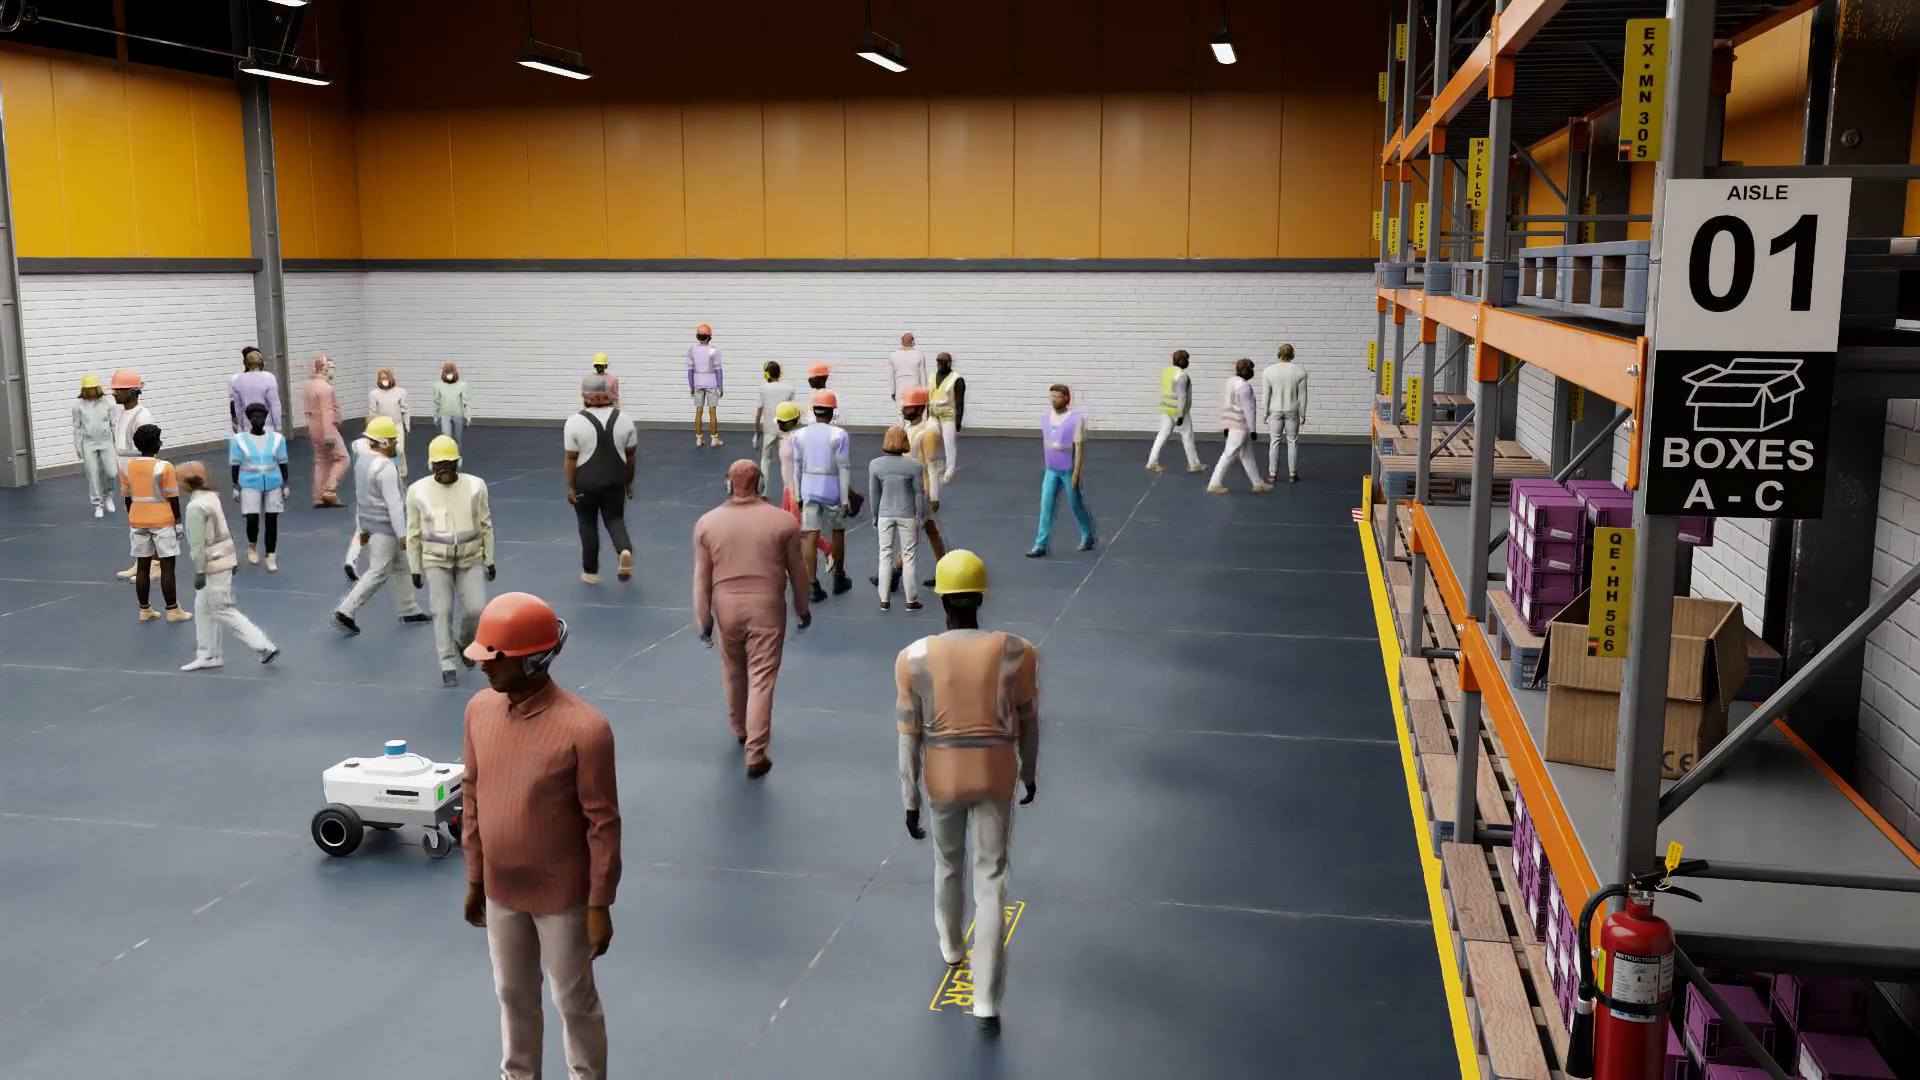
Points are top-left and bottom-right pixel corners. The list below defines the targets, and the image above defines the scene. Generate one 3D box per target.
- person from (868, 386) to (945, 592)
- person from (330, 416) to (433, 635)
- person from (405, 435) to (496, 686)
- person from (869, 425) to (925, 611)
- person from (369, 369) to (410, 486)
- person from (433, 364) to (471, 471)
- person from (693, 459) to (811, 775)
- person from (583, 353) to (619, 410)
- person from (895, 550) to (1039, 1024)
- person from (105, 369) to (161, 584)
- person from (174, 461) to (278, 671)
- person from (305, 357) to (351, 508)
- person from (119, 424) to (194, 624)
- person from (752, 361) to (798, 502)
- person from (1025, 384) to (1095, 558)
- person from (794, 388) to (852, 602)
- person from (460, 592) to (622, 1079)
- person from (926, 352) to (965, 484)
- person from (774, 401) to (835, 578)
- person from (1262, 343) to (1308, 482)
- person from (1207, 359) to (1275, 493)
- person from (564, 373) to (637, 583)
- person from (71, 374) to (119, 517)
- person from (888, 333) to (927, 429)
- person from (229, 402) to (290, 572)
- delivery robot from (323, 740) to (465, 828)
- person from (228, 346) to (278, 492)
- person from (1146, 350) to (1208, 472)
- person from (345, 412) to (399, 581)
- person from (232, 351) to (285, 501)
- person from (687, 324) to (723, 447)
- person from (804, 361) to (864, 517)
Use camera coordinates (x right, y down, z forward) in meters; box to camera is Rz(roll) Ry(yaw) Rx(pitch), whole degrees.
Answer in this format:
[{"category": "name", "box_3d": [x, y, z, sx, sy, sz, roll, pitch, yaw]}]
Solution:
[{"category": "person", "box_3d": [-0.467, -0.473, 15.468, 0.962, 1.896, 0.546, -4, 10, -22]}, {"category": "person", "box_3d": [-4.800, -0.123, 13.700, 0.879, 1.800, 0.592, -7, 12, -35]}, {"category": "person", "box_3d": [-3.682, 0.142, 12.032, 0.617, 1.816, 0.439, -5, 10, -25]}, {"category": "person", "box_3d": [-0.545, -0.188, 14.560, 0.499, 1.636, 0.286, 2, 10, 11]}, {"category": "person", "box_3d": [-7.754, -1.517, 22.634, 0.509, 1.615, 0.468, -2, 10, -13]}, {"category": "person", "box_3d": [-7.364, -1.758, 24.137, 0.522, 1.581, 0.843, -3, 10, -18]}, {"category": "person", "box_3d": [-1.253, 0.435, 10.161, 0.665, 1.857, 0.993, 1, 9, 5]}, {"category": "person", "box_3d": [-5.192, -1.833, 24.103, 0.523, 1.763, 0.329, -4, 10, -21]}, {"category": "person", "box_3d": [0.032, 0.974, 6.830, 0.586, 1.886, 0.980, 0, 9, 2]}, {"category": "person", "box_3d": [-7.871, -0.606, 15.858, 0.605, 2.044, 0.374, 9, 13, 44]}, {"category": "person", "box_3d": [-5.470, 0.191, 12.380, 0.672, 1.601, 0.518, -3, 10, -18]}, {"category": "person", "box_3d": [-7.846, -1.329, 20.659, 0.476, 1.888, 0.670, -7, 12, -36]}, {"category": "person", "box_3d": [-6.798, -0.131, 14.041, 0.534, 1.697, 0.318, 2, 10, 11]}, {"category": "person", "box_3d": [-2.328, -1.334, 20.939, 0.645, 1.806, 0.950, -4, 10, -21]}, {"category": "person", "box_3d": [1.094, -0.739, 17.394, 0.577, 1.808, 0.967, 9, 13, 42]}, {"category": "person", "box_3d": [-1.225, -0.424, 15.156, 0.563, 1.903, 0.871, 2, 10, 15]}, {"category": "person", "box_3d": [-1.399, 1.143, 5.480, 0.612, 1.990, 0.392, 5, 11, 27]}, {"category": "person", "box_3d": [-0.228, -1.680, 22.977, 0.660, 1.825, 0.465, 7, 12, 36]}, {"category": "person", "box_3d": [-1.521, -0.481, 16.011, 0.561, 1.734, 0.533, -4, 10, -23]}, {"category": "person", "box_3d": [4.518, -1.768, 23.172, 0.631, 1.940, 0.372, 2, 10, 11]}, {"category": "person", "box_3d": [3.713, -1.503, 22.036, 0.956, 1.796, 0.658, -1, 9, -7]}, {"category": "person", "box_3d": [-3.384, -0.572, 15.660, 0.697, 2.000, 0.724, -6, 11, -31]}, {"category": "person", "box_3d": [-10.358, -1.132, 19.963, 0.501, 1.729, 0.367, -6, 11, -32]}, {"category": "person", "box_3d": [-0.847, -2.469, 27.492, 0.643, 1.909, 0.410, 2, 10, 11]}, {"category": "person", "box_3d": [-6.891, -0.521, 16.401, 0.551, 1.683, 0.392, -6, 11, -34]}, {"category": "delivery robot", "box_3d": [-2.922, 1.286, 8.651, 0.707, 0.478, 0.477, 2, 10, 12]}, {"category": "person", "box_3d": [-9.394, -1.607, 22.159, 0.621, 1.940, 0.616, -3, 10, -19]}, {"category": "person", "box_3d": [3.147, -1.875, 24.265, 0.949, 1.804, 0.630, -4, 10, -24]}, {"category": "person", "box_3d": [-5.670, -0.424, 16.066, 0.522, 1.610, 0.786, 2, 10, 11]}, {"category": "person", "box_3d": [-8.923, -1.440, 21.200, 0.631, 1.940, 0.372, 2, 10, 11]}, {"category": "person", "box_3d": [-4.227, -2.569, 27.671, 0.608, 2.048, 0.364, 2, 10, 11]}, {"category": "person", "box_3d": [-1.558, -1.151, 19.545, 0.796, 1.916, 0.548, -5, 11, -29]}]
